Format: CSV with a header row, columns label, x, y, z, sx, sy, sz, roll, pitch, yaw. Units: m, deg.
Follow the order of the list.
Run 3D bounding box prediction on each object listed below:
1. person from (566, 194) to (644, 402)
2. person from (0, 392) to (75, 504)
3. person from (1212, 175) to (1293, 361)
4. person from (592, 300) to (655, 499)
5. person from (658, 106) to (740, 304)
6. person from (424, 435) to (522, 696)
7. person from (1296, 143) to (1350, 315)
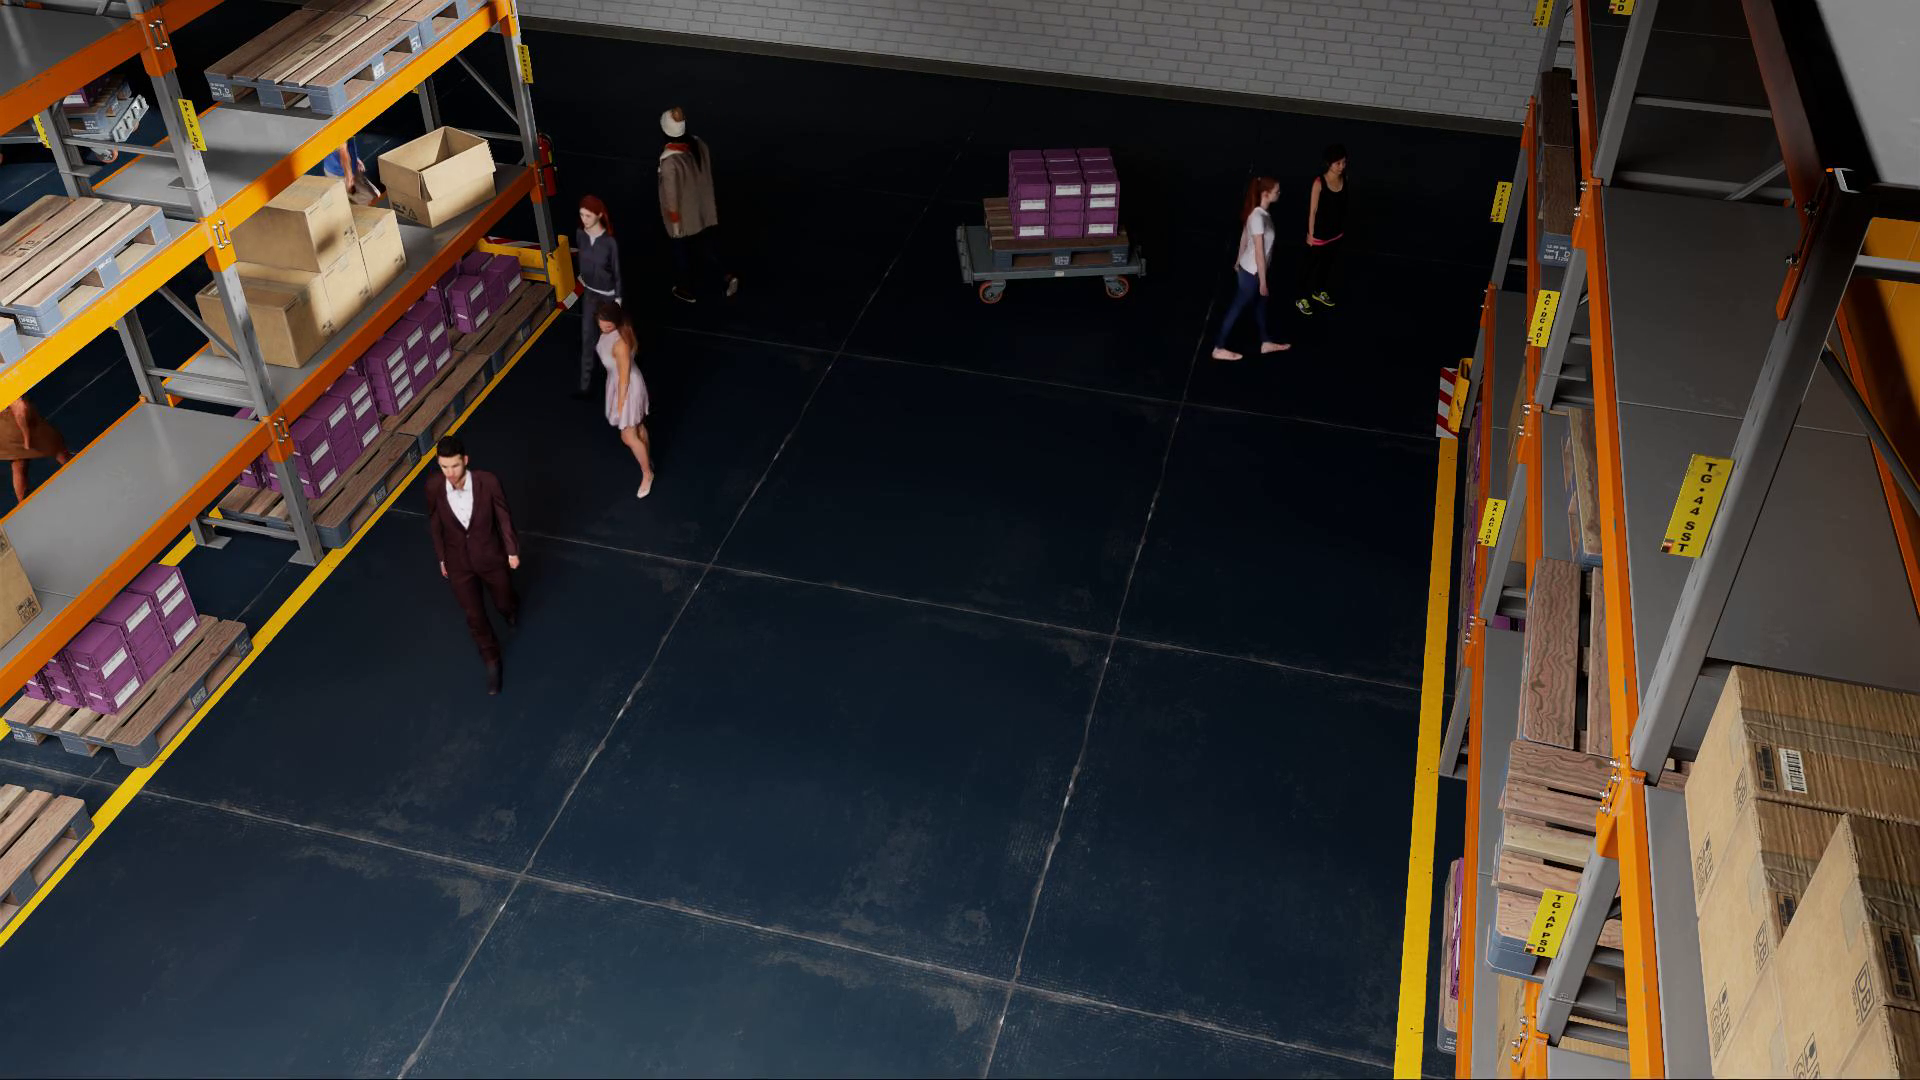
label,x,y,z,sx,sy,sz,roll,pitch,yaw
person,-2.820,-2.008,13.505,0.776,1.725,1.180,17,42,21
person,-6.844,-0.759,11.994,0.719,1.659,1.006,20,43,23
person,2.322,-2.223,13.783,0.783,1.714,0.904,2,39,2
person,-2.453,-1.111,12.373,0.851,1.736,0.731,-5,39,-6
person,-2.298,-2.887,14.486,0.970,1.874,0.997,26,46,29
person,-3.132,0.074,10.803,0.952,1.845,1.163,-5,39,-6
person,3.201,-2.744,14.565,0.616,1.553,0.685,-22,44,-26
